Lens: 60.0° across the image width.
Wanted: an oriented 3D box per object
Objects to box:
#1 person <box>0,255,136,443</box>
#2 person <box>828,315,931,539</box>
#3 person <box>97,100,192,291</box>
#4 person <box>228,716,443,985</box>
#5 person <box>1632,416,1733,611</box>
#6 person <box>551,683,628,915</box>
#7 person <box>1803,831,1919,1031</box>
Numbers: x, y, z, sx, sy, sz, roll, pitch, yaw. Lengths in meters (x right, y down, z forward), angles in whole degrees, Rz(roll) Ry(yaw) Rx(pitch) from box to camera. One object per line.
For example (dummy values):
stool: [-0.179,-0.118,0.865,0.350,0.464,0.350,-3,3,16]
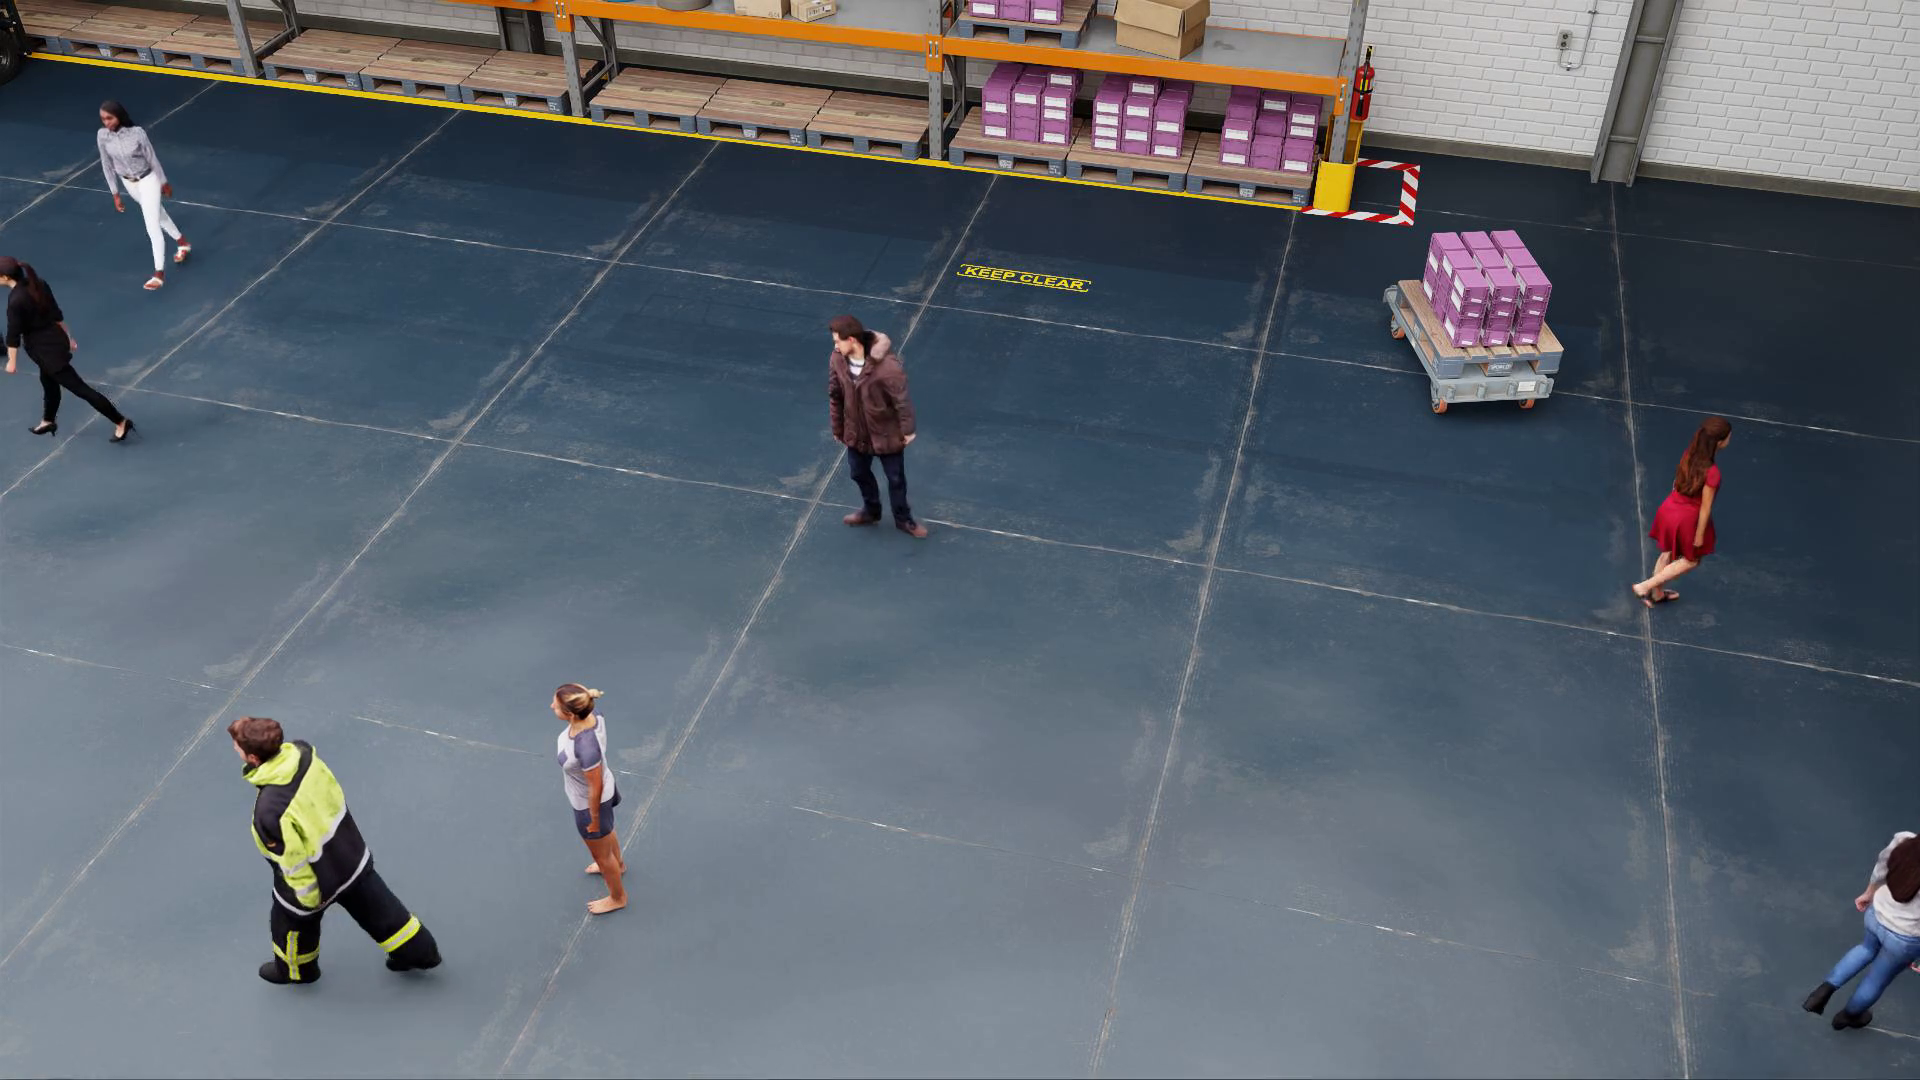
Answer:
person: [-6.825,-1.399,12.664,1.160,1.607,0.797,0,39,0]
person: [-0.533,-0.781,11.729,0.639,1.807,0.971,8,39,10]
person: [-7.233,-3.165,14.826,1.128,1.668,0.754,4,39,5]
person: [-3.234,1.638,8.601,1.246,1.931,0.848,4,39,5]
person: [4.798,-0.143,11.143,0.823,1.542,0.723,-8,39,-10]
person: [-2.020,1.398,9.147,0.657,1.625,0.654,-6,39,-8]
person: [4.664,1.983,8.417,0.828,1.621,0.777,-10,40,-12]
